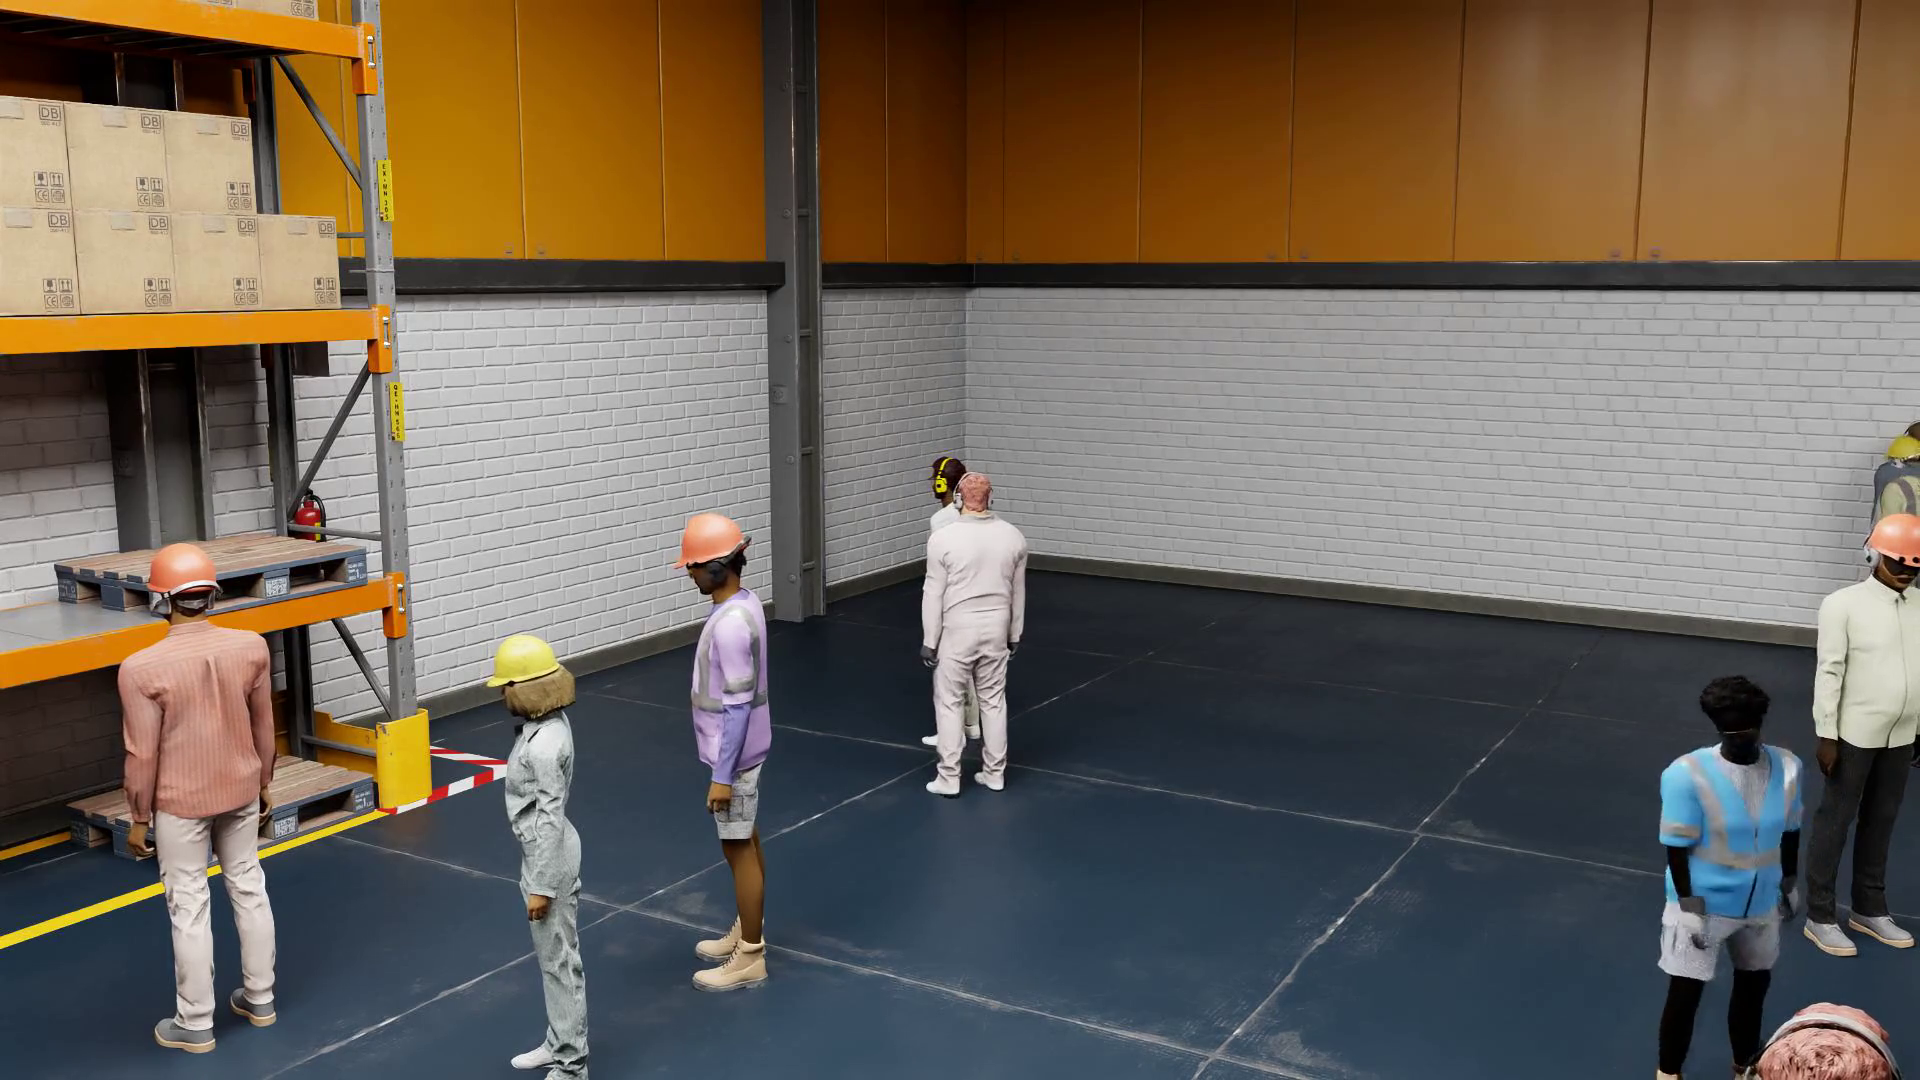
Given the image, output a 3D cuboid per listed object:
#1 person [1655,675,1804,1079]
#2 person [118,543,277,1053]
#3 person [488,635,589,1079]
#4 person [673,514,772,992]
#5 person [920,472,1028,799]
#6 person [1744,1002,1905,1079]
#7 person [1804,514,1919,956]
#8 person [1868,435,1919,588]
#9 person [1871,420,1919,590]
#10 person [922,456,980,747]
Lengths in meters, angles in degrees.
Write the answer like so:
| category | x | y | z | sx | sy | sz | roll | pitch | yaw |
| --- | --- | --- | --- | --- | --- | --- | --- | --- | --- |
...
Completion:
| category | x | y | z | sx | sy | sz | roll | pitch | yaw |
| --- | --- | --- | --- | --- | --- | --- | --- | --- | --- |
| person | 2.773 | 1.272 | 5.878 | 0.692 | 1.669 | 0.335 | -2 | 9 | -10 |
| person | -2.970 | 1.000 | 6.520 | 0.376 | 1.995 | 0.609 | 6 | 11 | 35 |
| person | -1.542 | 1.197 | 6.100 | 0.305 | 1.737 | 0.484 | -2 | 9 | -14 |
| person | -0.998 | 0.895 | 7.060 | 0.392 | 2.033 | 0.605 | -1 | 9 | -4 |
| person | 0.070 | 0.551 | 9.668 | 0.652 | 1.897 | 0.399 | -5 | 10 | -26 |
| person | 1.338 | 1.668 | 2.676 | 0.636 | 1.899 | 0.402 | 8 | 12 | 41 |
| person | 4.093 | 0.860 | 7.429 | 0.611 | 1.985 | 0.393 | -3 | 9 | -16 |
| person | 7.088 | 0.117 | 12.573 | 0.603 | 1.834 | 0.404 | -6 | 11 | -32 |
| person | 7.203 | 0.061 | 12.564 | 0.630 | 1.936 | 0.366 | 2 | 9 | 14 |
| person | -0.059 | 0.398 | 10.673 | 0.327 | 1.871 | 0.514 | 5 | 11 | 30 |
